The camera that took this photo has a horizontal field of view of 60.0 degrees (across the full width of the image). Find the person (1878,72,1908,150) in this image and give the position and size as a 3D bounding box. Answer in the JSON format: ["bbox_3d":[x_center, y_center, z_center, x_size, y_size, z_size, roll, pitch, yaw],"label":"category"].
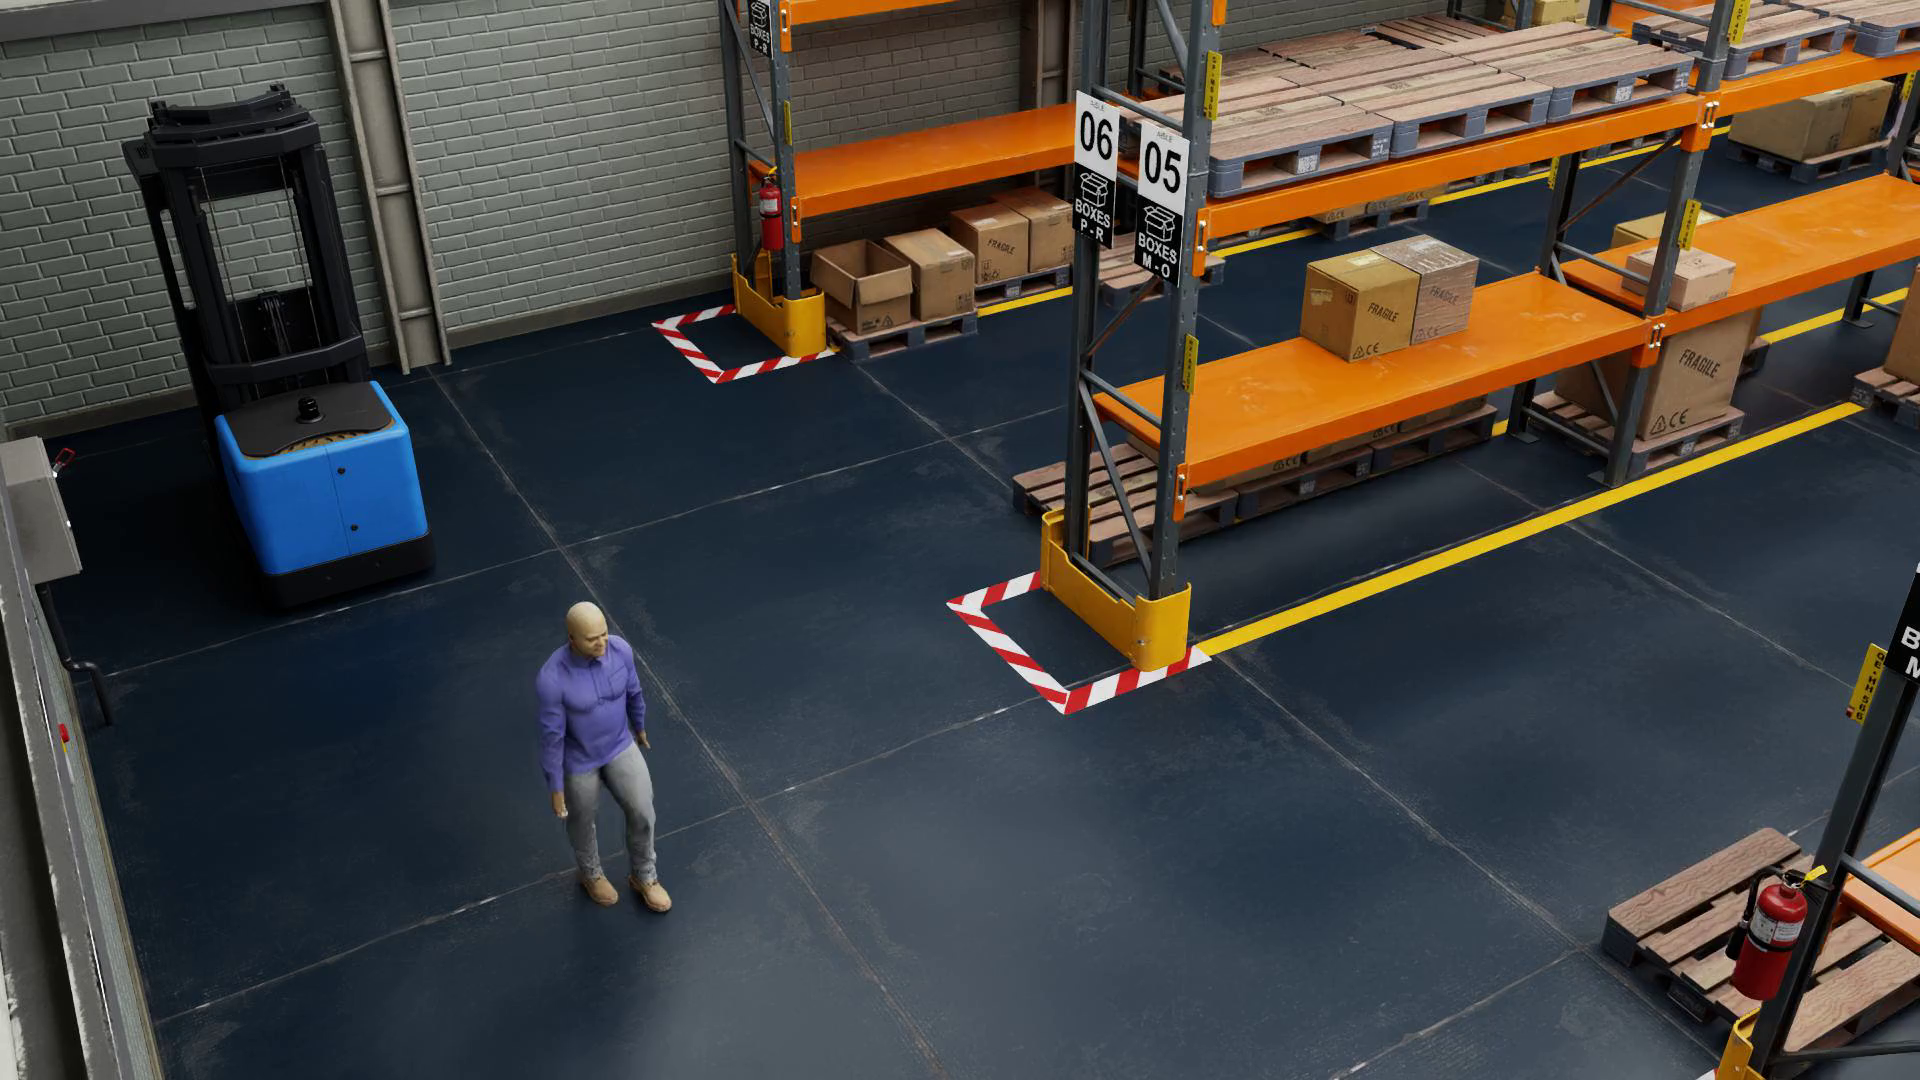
[{"bbox_3d":[10.293,-5.021,17.604,0.914,1.818,0.590,-6,32,-10],"label":"person"}]

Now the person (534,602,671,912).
[{"bbox_3d":[-1.678,1.050,7.804,0.606,1.775,0.671,-22,38,-31],"label":"person"}]

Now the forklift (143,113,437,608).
[{"bbox_3d":[-4.289,-1.259,10.509,1.129,2.768,1.873,-17,36,-26],"label":"forklift"}]

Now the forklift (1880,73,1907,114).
[{"bbox_3d":[11.468,-5.645,18.244,1.214,2.155,2.313,-17,36,-26],"label":"forklift"}]
